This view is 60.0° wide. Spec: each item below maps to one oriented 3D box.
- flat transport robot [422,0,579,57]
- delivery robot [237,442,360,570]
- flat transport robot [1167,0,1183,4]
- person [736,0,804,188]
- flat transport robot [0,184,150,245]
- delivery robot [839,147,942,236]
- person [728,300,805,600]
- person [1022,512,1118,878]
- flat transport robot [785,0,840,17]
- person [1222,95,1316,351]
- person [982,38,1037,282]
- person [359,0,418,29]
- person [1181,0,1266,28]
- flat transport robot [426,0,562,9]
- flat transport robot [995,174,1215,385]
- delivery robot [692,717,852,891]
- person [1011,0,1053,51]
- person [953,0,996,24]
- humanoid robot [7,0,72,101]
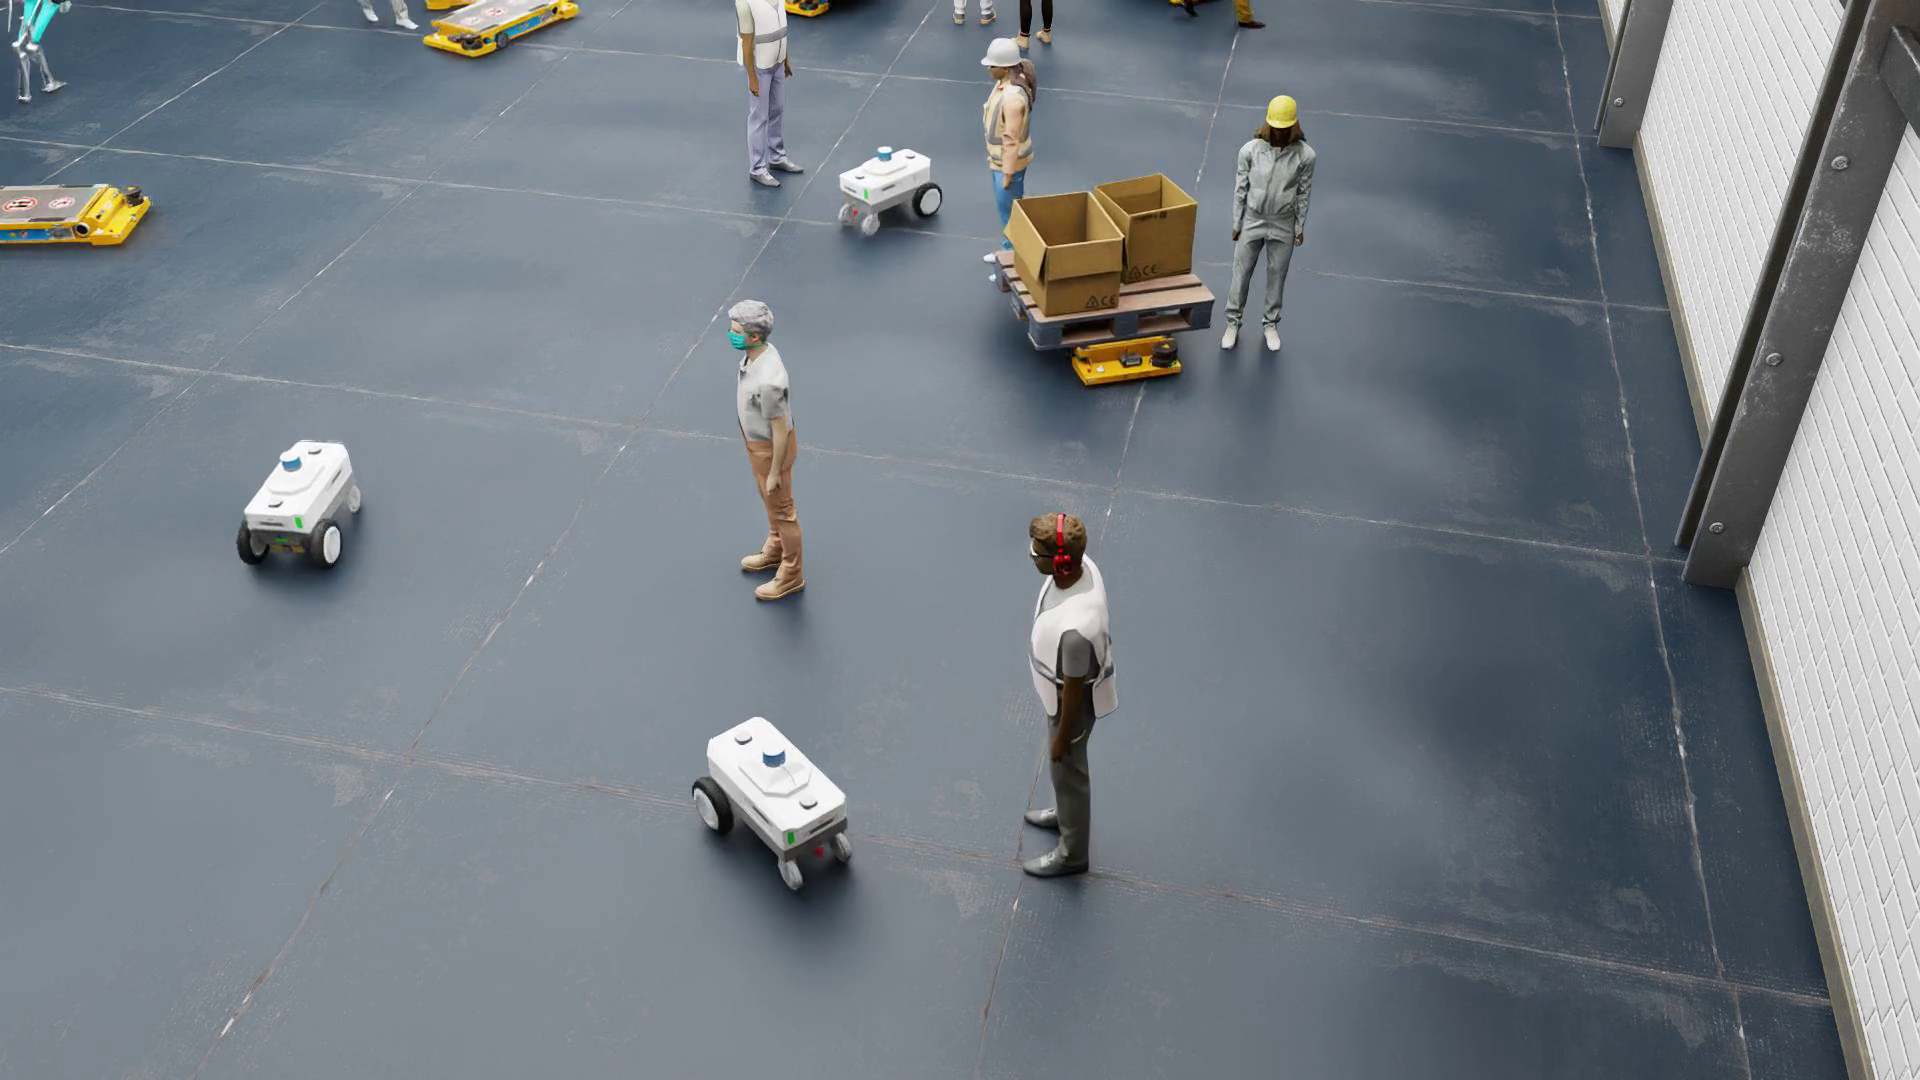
[{"bbox_3d":[-4.367,-4.951,15.843,0.659,0.231,1.431,20,41,25],"label":"flat transport robot"},{"bbox_3d":[-3.673,-0.195,9.257,0.499,0.614,0.791,4,37,5],"label":"delivery robot"},{"bbox_3d":[2.106,-5.819,17.005,0.659,0.231,1.431,-16,40,-21],"label":"flat transport robot"},{"bbox_3d":[-1.497,-3.649,12.795,0.396,1.838,0.558,17,40,21],"label":"person"},{"bbox_3d":[-6.917,-2.418,12.454,1.431,0.231,0.659,-2,37,-3],"label":"flat transport robot"},{"bbox_3d":[-0.555,-2.679,12.544,0.750,0.570,0.499,-30,46,-34],"label":"delivery robot"},{"bbox_3d":[-1.003,-0.464,8.605,0.327,1.747,0.479,-11,38,-14],"label":"person"},{"bbox_3d":[0.467,0.658,7.036,0.394,1.833,0.564,0,37,0],"label":"person"},{"bbox_3d":[-1.361,-5.591,16.700,0.659,0.231,1.431,19,41,24],"label":"flat transport robot"},{"bbox_3d":[1.988,-2.020,10.690,0.486,1.743,0.310,4,37,5],"label":"person"},{"bbox_3d":[0.332,-2.630,11.526,0.377,1.722,0.494,-4,37,-5],"label":"person"},{"bbox_3d":[-5.535,-5.622,15.611,0.629,1.616,0.552,22,42,27],"label":"person"},{"bbox_3d":[2.538,-5.700,15.632,0.721,1.726,0.566,-3,37,-4],"label":"person"},{"bbox_3d":[-4.591,-5.545,16.638,1.431,0.231,0.659,-7,37,-9],"label":"flat transport robot"},{"bbox_3d":[0.933,-1.504,11.231,0.659,0.231,1.431,-9,38,-12],"label":"flat transport robot"},{"bbox_3d":[-0.832,1.141,7.470,0.499,0.614,0.815,-26,44,-30],"label":"delivery robot"},{"bbox_3d":[0.674,-5.340,15.169,0.539,1.697,0.315,-20,41,-24],"label":"person"},{"bbox_3d":[0.113,-5.815,15.653,0.573,1.882,0.355,3,37,4],"label":"person"},{"bbox_3d":[-7.933,-4.613,14.240,0.612,1.844,0.830,10,38,13],"label":"humanoid robot"}]
